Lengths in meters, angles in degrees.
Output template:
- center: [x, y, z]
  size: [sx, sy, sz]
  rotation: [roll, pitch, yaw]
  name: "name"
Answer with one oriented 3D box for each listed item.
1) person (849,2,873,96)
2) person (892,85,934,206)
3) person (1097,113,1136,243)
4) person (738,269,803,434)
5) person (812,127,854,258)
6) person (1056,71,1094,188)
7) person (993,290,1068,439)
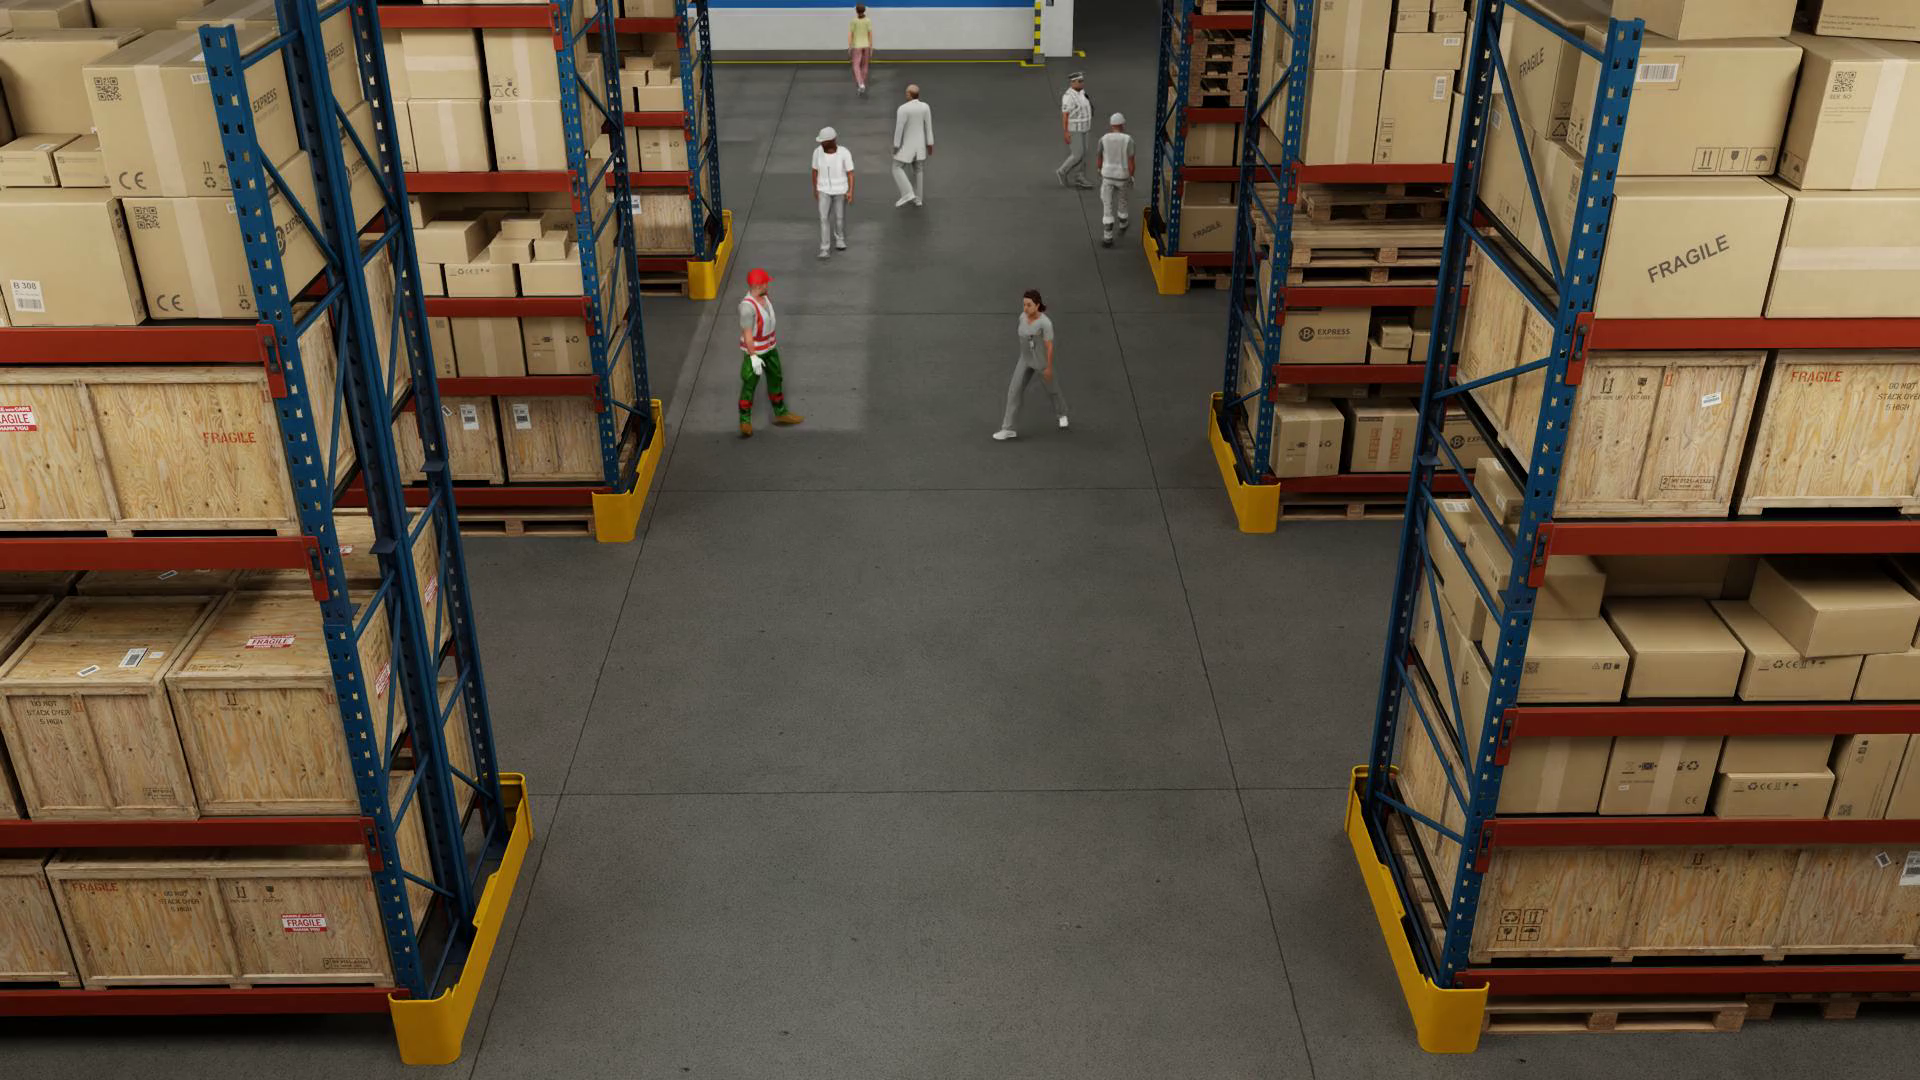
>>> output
- center: [-1.852, -9.166, 31.063]
  size: [0.452, 1.667, 0.756]
  rotation: [-11, 30, -19]
  name: "person"
- center: [-0.681, -5.862, 24.772]
  size: [0.671, 1.772, 0.560]
  rotation: [-16, 32, -27]
  name: "person"
- center: [2.205, -5.150, 23.427]
  size: [0.555, 1.753, 0.887]
  rotation: [4, 29, 8]
  name: "person"
- center: [-2.089, -2.002, 17.564]
  size: [0.546, 1.779, 0.669]
  rotation: [15, 32, 26]
  name: "person"
- center: [-1.737, -4.760, 22.748]
  size: [0.595, 1.746, 0.895]
  rotation: [1, 28, 3]
  name: "person"
- center: [1.827, -6.335, 25.691]
  size: [0.560, 1.795, 0.548]
  rotation: [18, 33, 30]
  name: "person"
- center: [0.803, -1.881, 17.554]
  size: [0.478, 1.622, 0.957]
  rotation: [21, 34, 33]
  name: "person"
